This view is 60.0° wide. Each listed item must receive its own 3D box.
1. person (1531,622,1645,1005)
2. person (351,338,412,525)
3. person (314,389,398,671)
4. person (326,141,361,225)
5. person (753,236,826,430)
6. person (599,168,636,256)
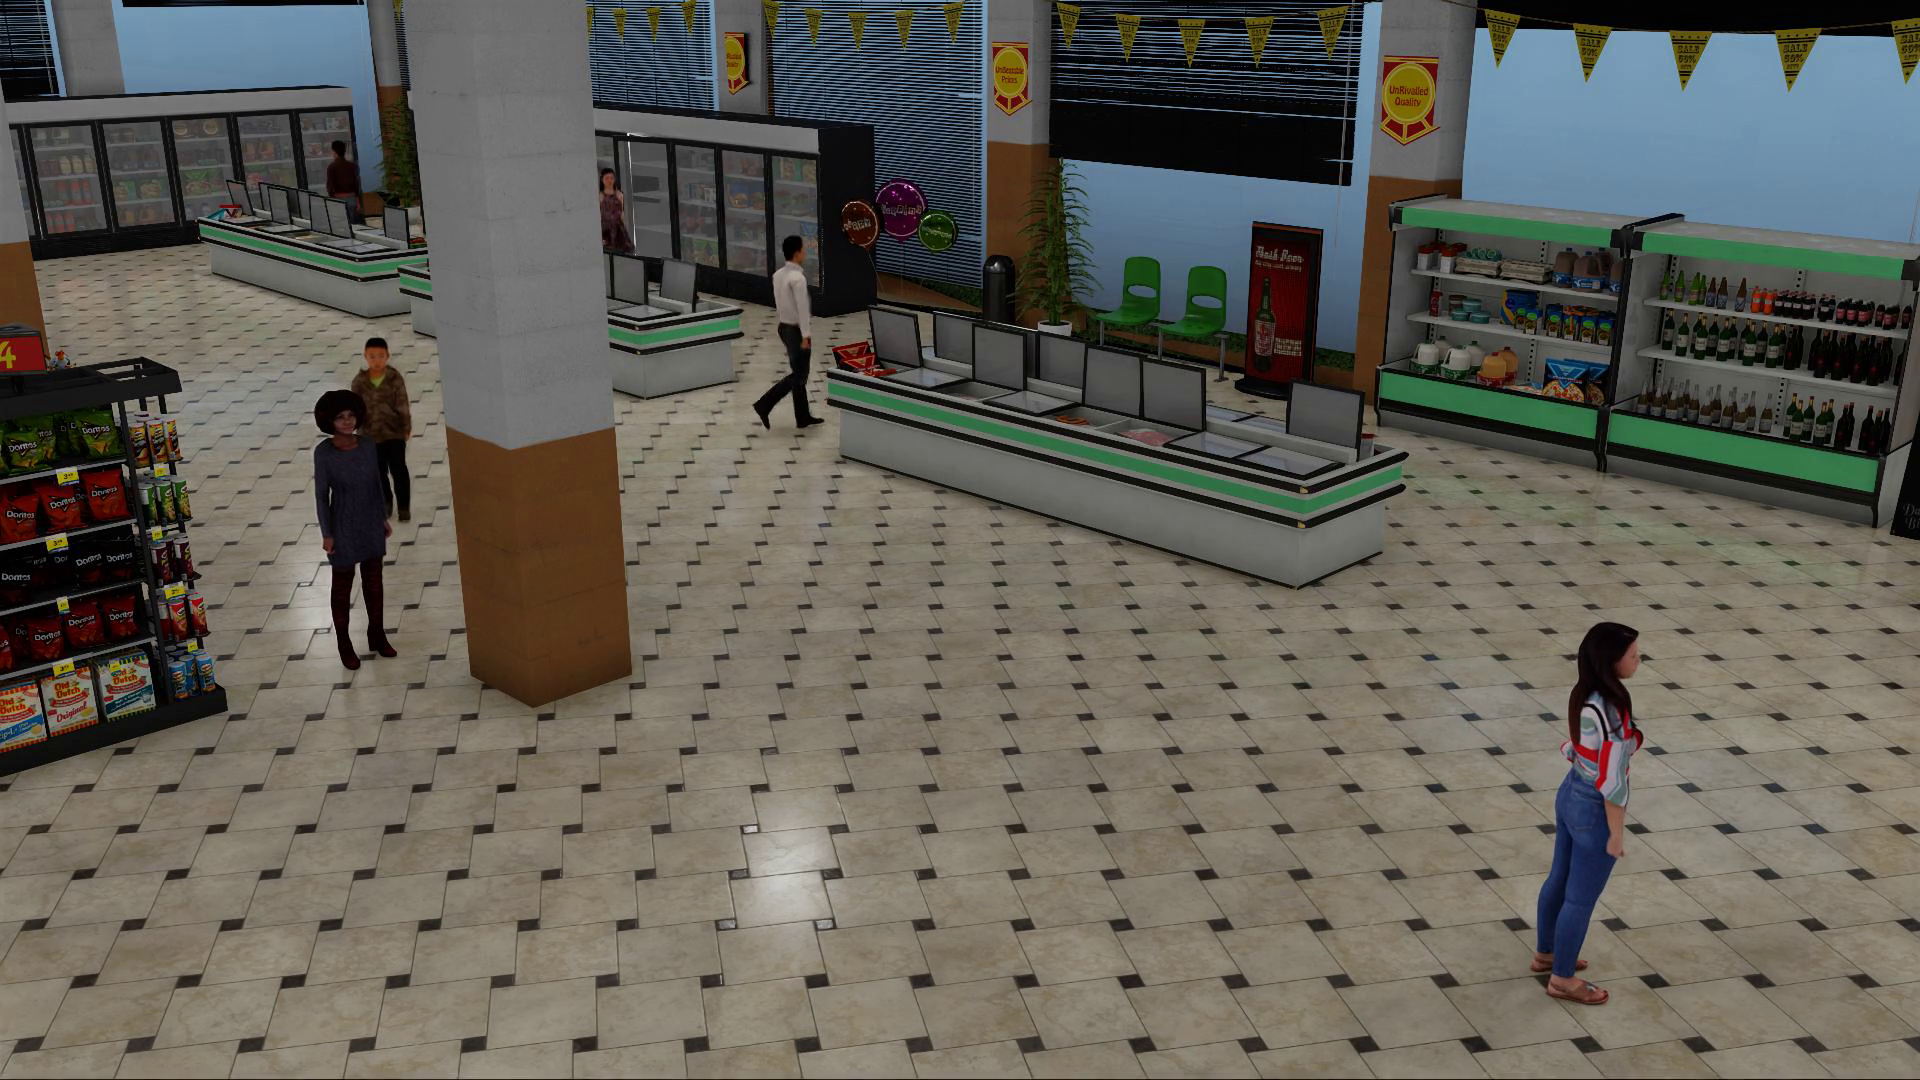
[{"bbox_3d":[2.561,1.094,6.776,0.716,1.611,0.660,0,19,1],"label":"person"},{"bbox_3d":[-4.462,-0.861,12.853,0.793,1.433,0.900,-4,19,-12],"label":"person"},{"bbox_3d":[-3.674,-0.074,10.086,0.508,1.710,0.596,16,25,40],"label":"person"},{"bbox_3d":[-9.012,-4.958,24.483,0.882,1.764,0.744,12,22,33],"label":"person"},{"bbox_3d":[-1.604,-1.872,15.286,0.886,1.795,1.000,-10,21,-28],"label":"person"},{"bbox_3d":[-4.486,-3.837,21.224,0.811,1.725,1.190,-12,22,-31],"label":"person"}]
